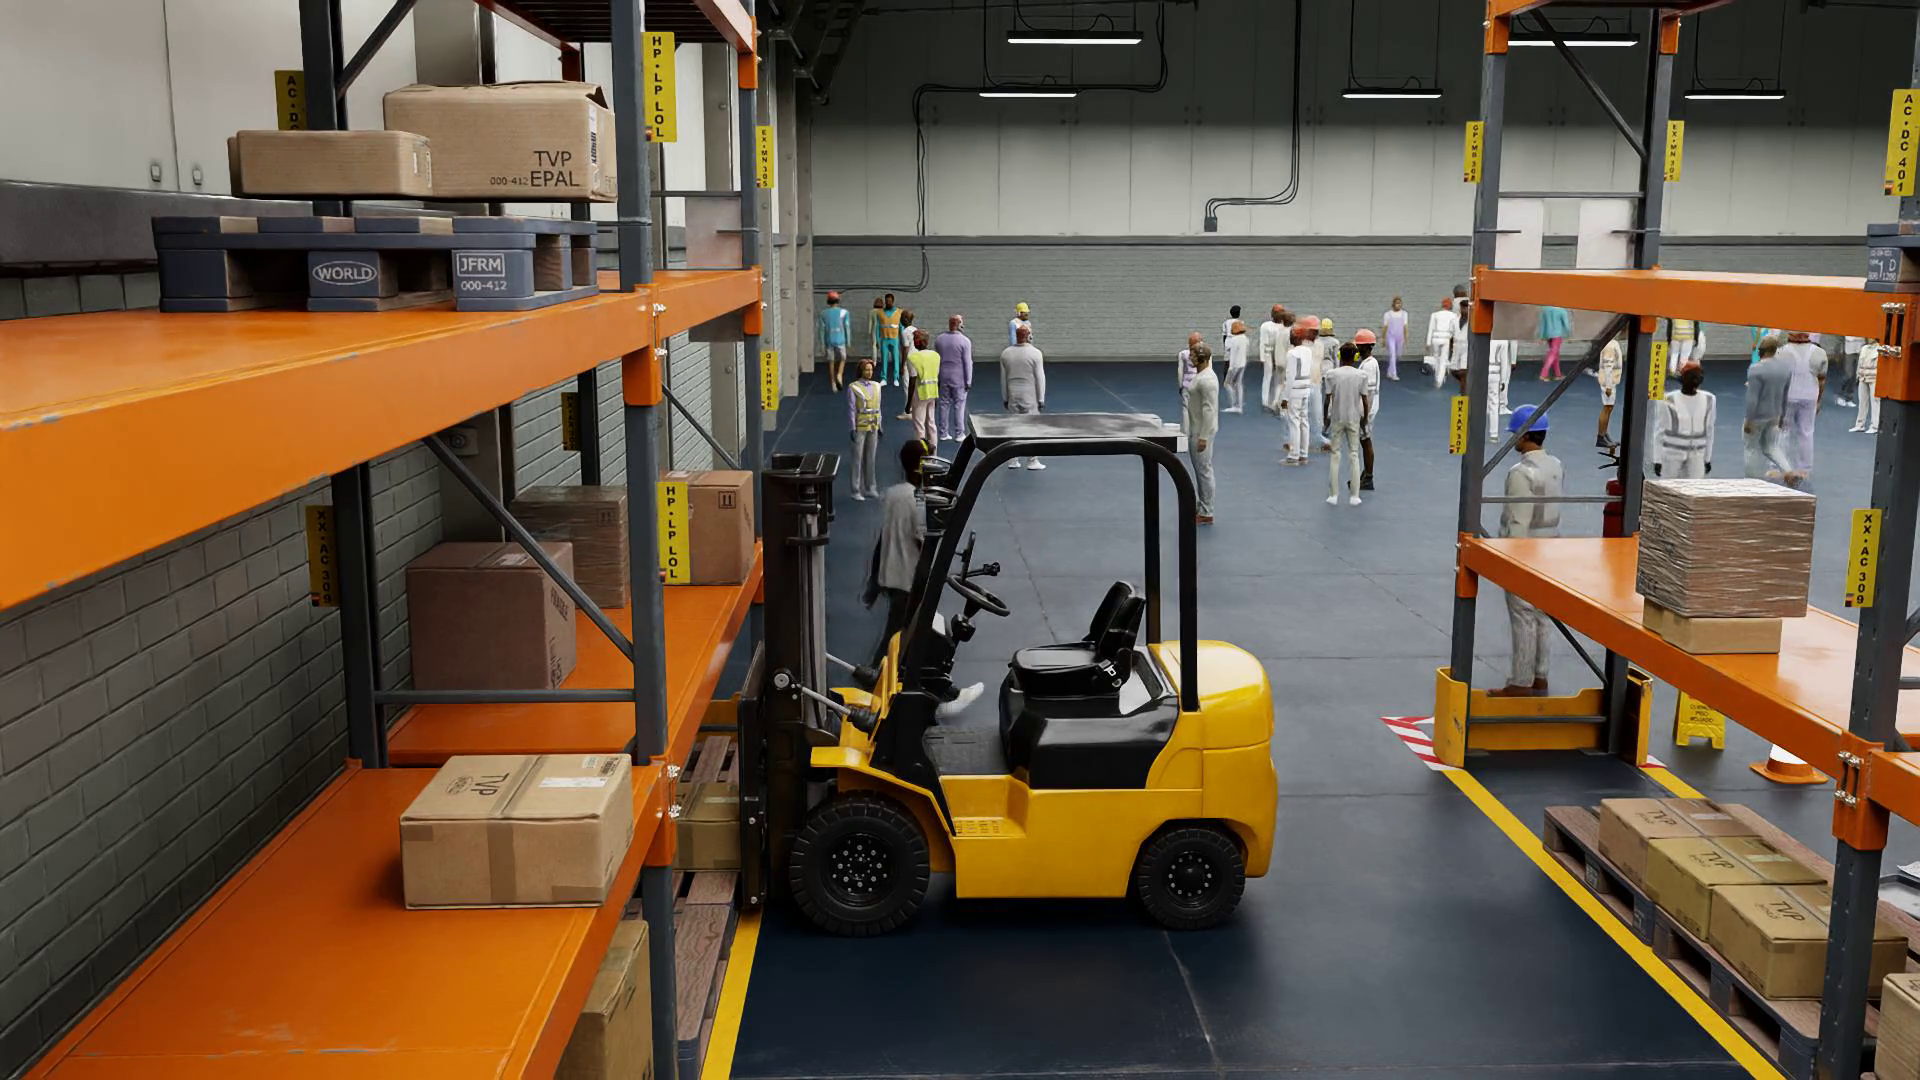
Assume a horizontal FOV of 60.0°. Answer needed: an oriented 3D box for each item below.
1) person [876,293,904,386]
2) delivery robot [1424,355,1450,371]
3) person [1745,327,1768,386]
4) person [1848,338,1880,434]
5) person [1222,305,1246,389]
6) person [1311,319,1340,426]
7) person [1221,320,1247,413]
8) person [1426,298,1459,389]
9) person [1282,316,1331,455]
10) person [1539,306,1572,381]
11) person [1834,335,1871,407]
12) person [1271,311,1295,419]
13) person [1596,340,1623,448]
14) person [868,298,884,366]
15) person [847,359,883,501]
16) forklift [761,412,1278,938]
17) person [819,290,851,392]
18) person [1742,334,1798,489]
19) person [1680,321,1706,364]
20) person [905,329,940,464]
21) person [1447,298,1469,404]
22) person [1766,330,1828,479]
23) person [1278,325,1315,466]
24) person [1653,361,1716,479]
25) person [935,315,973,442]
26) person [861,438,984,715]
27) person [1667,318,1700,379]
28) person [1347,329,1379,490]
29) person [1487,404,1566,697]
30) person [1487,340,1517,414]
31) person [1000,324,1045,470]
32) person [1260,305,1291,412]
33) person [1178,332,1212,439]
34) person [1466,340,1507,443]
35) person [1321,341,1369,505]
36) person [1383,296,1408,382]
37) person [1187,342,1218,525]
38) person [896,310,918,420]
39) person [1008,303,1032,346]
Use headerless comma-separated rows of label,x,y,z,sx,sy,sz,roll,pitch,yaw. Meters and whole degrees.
person,-1.455,-4.163,34.596,0.600,1.916,0.377,2,10,8
delivery robot,10.748,-3.991,37.172,0.707,0.478,0.477,10,14,43
person,16.590,-4.112,34.563,0.351,1.834,0.518,6,12,32
person,14.229,-2.481,25.998,0.307,1.641,0.512,-3,11,-18
person,5.594,-3.928,33.903,0.541,1.696,0.315,10,14,43
person,5.924,-2.718,27.031,0.486,1.744,0.294,4,11,19
person,4.781,-3.017,29.028,0.397,1.623,0.542,8,13,37
person,9.892,-4.031,34.085,0.621,1.827,1.022,5,11,25
person,4.923,-2.165,23.392,0.635,1.931,1.039,-6,12,-28
person,12.788,-4.388,35.779,0.987,1.943,0.606,-5,11,-26
person,16.188,-3.347,30.108,0.597,1.893,0.495,-1,10,-6
person,5.505,-2.944,28.055,0.411,1.823,0.541,-8,13,-37
person,9.494,-2.298,24.203,0.388,1.924,0.549,5,11,26
person,-1.962,-5.025,40.186,0.507,1.632,0.267,0,10,2
person,-1.103,-1.279,19.304,0.308,1.641,0.514,9,14,41
forklift,0.291,0.548,7.580,2.313,2.155,1.214,0,10,-2
person,-2.485,-3.941,33.047,0.649,2.027,0.418,0,10,1
person,9.452,-1.437,19.433,0.630,1.920,0.707,-4,11,-20
person,16.321,-4.588,37.028,0.631,1.901,0.555,-3,11,-19
person,-0.484,-1.840,21.844,0.389,1.850,0.566,9,13,40
person,9.340,-3.493,30.762,0.636,1.953,0.622,-8,13,-36
person,10.528,-1.788,21.023,0.672,2.000,0.536,2,10,9
person,4.505,-1.935,22.281,0.354,1.883,0.573,9,14,42
person,6.956,-0.772,15.906,0.616,1.839,0.949,0,10,1
person,-0.072,-2.418,24.940,0.644,1.900,0.399,7,12,33
person,-0.275,0.284,10.175,1.068,1.792,0.582,-5,11,-27
person,15.601,-4.348,35.884,0.629,1.823,0.455,7,12,34
person,4.870,-1.573,20.112,0.371,1.935,0.551,2,10,12
person,3.685,0.090,10.823,0.409,1.943,0.615,9,14,42
person,9.413,-3.141,28.943,0.395,1.910,0.586,-7,12,-34
person,0.849,-1.872,21.859,0.636,1.911,0.406,6,12,31
person,5.546,-3.189,29.257,0.574,1.886,0.355,-2,10,-12
person,3.507,-2.275,24.842,0.517,1.645,0.308,3,11,15
person,7.843,-2.385,24.787,0.575,1.883,0.362,4,11,20
person,4.383,-1.325,18.922,0.531,1.869,0.310,2,10,12
person,9.360,-4.335,35.837,0.517,1.830,0.777,-1,10,-4
person,2.551,-1.125,17.612,0.355,1.938,0.637,0,10,2
person,-0.881,-2.945,28.011,0.337,1.845,0.514,4,11,21
person,1.180,-3.604,31.712,0.403,1.834,0.588,8,13,37
